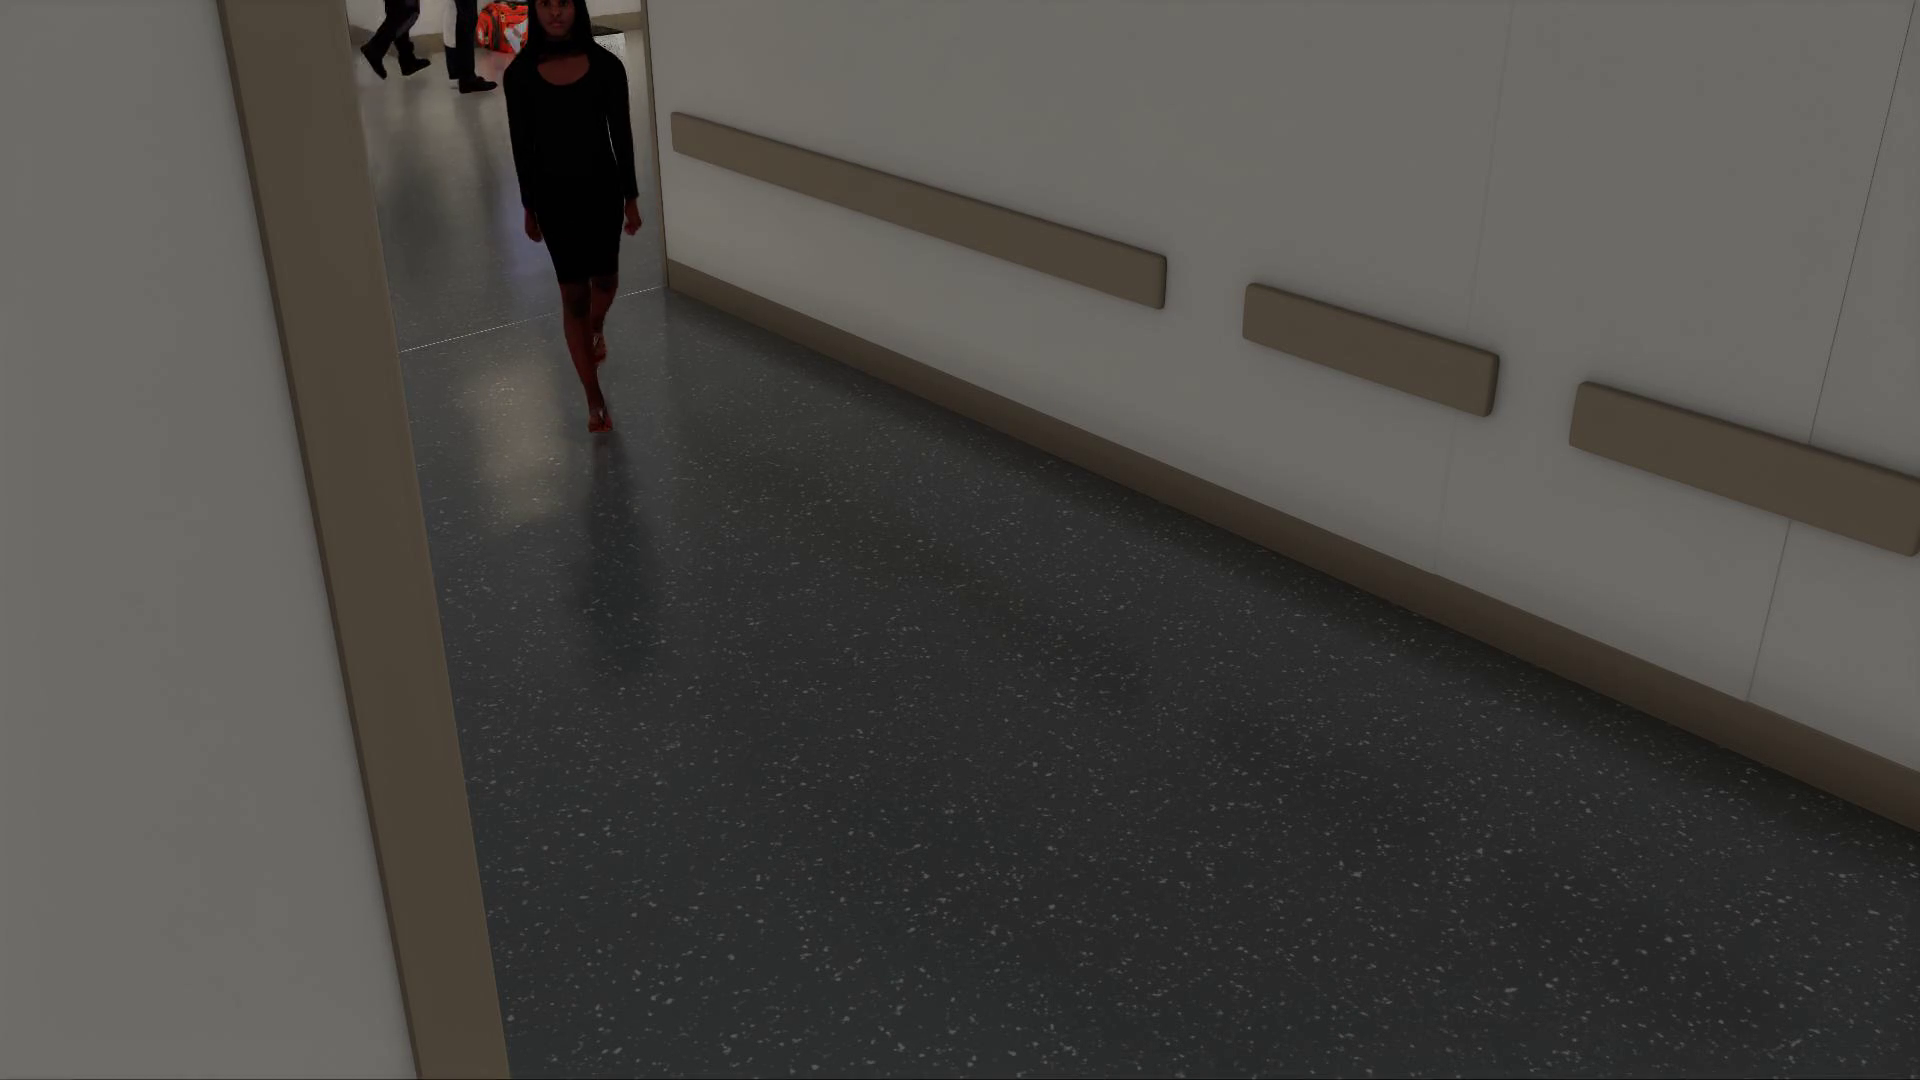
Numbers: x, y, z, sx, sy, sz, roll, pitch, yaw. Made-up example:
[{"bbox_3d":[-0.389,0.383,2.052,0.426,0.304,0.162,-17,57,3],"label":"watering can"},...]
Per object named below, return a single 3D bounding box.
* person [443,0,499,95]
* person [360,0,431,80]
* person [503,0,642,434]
[{"bbox_3d":[-3.857,-4.393,12.654,0.574,1.890,0.681,-19,32,-34],"label":"person"},{"bbox_3d":[-4.487,-4.531,12.945,0.927,1.886,1.173,13,29,25],"label":"person"},{"bbox_3d":[-1.490,-1.328,6.531,1.184,1.688,1.004,-7,27,-15],"label":"person"}]
